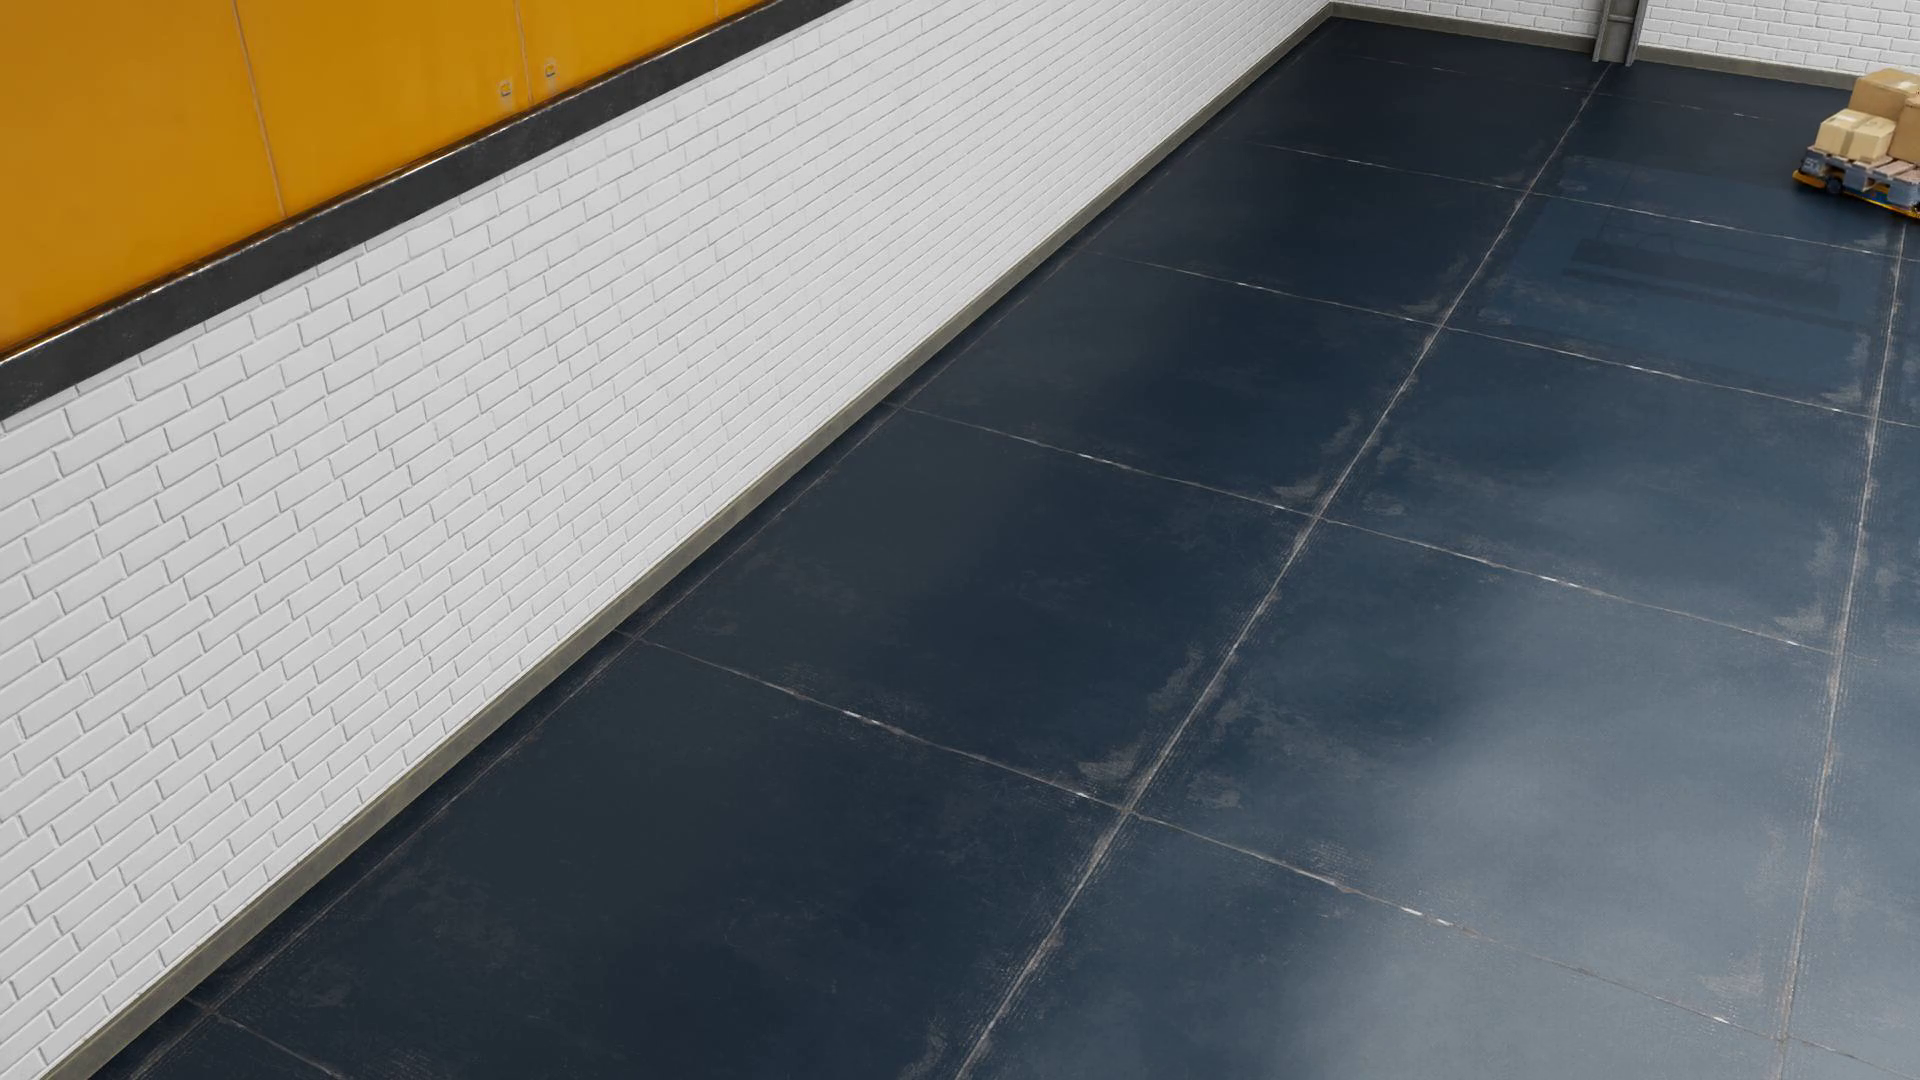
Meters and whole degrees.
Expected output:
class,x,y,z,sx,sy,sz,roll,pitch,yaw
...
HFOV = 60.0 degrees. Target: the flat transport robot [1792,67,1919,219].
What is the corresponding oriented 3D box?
class,x,y,z,sx,sy,sz,roll,pitch,yaw
flat transport robot,8.152,-3.097,14.585,0.659,0.231,1.431,-21,39,-28
